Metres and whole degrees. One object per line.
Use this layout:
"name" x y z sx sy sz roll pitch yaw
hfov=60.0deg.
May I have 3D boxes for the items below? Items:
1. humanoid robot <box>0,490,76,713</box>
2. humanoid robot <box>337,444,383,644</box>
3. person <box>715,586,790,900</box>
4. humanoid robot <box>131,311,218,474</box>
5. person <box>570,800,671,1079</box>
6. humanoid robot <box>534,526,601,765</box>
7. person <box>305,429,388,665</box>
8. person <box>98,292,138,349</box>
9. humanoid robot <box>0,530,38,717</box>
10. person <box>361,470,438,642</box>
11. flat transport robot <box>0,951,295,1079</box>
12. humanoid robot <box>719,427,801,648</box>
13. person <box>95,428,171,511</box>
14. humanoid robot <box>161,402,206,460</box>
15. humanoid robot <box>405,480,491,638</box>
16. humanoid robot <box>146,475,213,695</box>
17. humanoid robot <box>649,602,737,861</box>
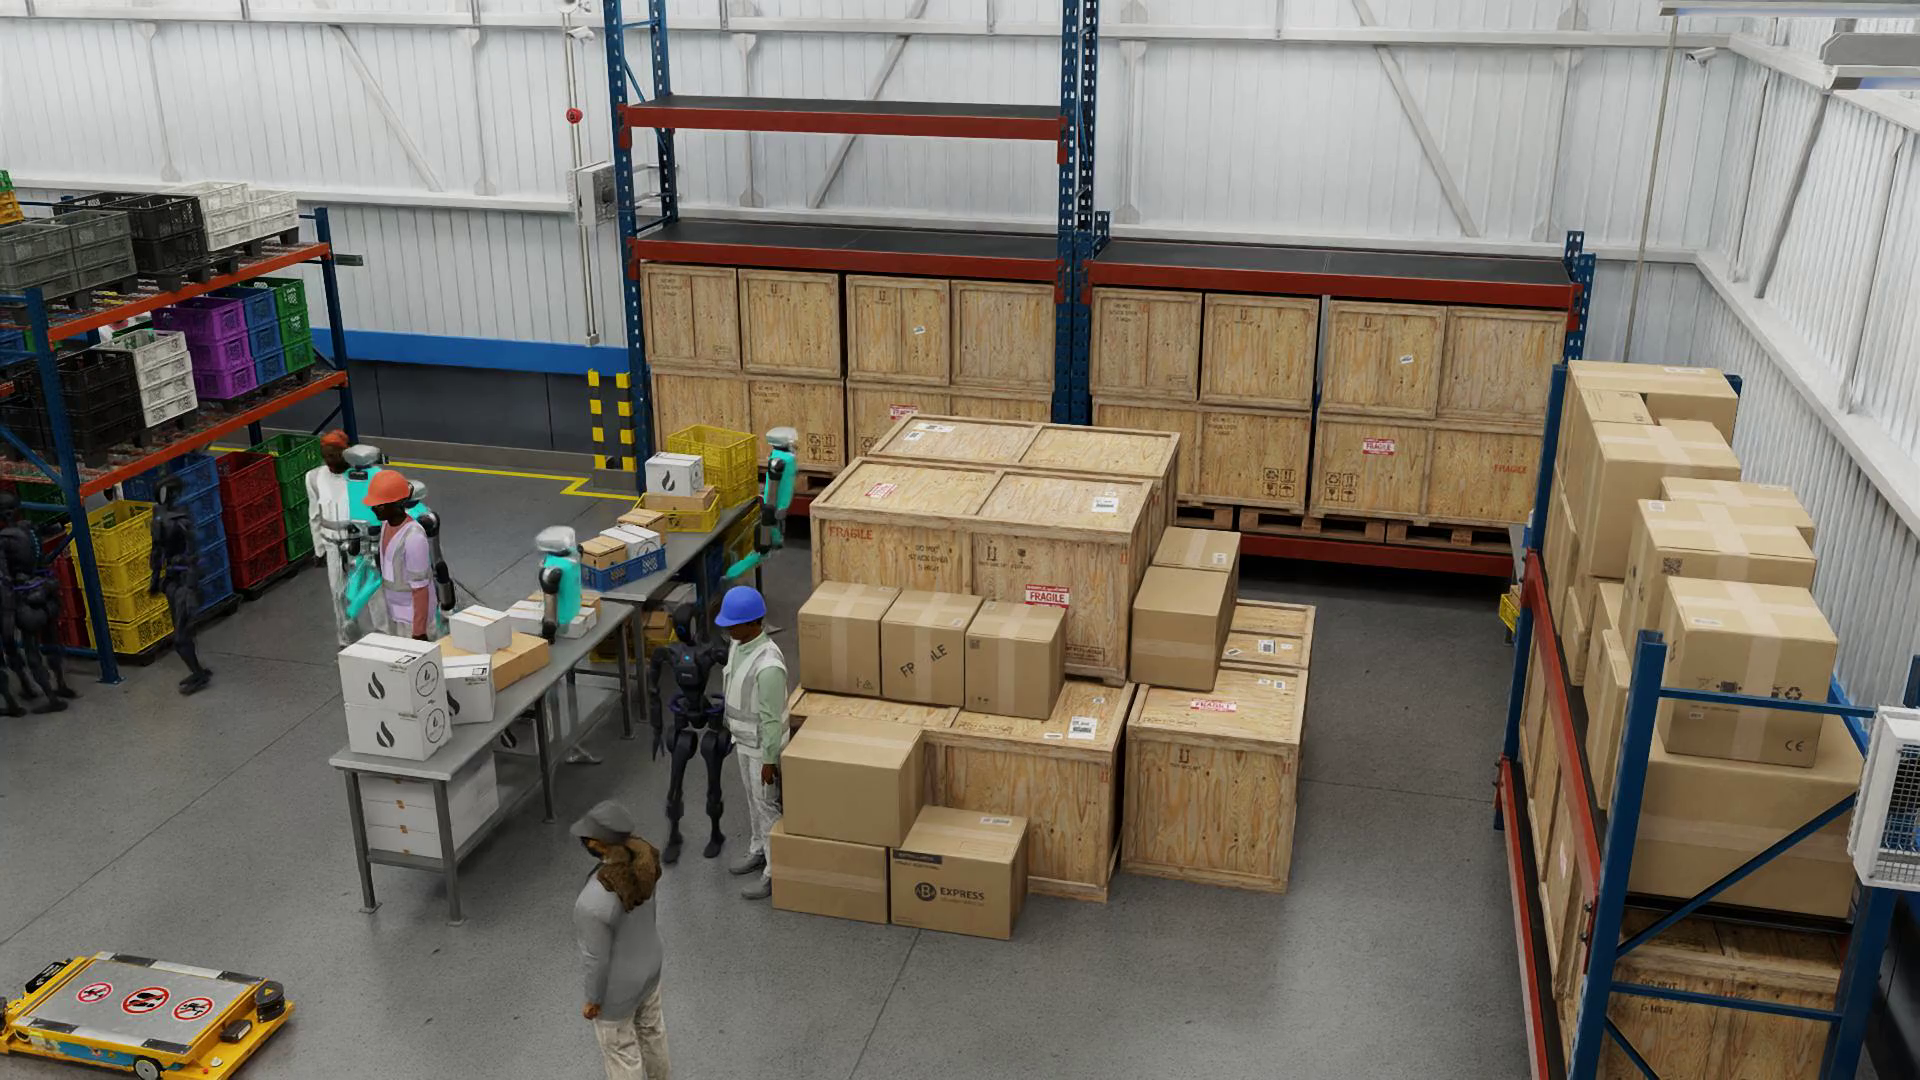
"humanoid robot" -6.670 0.437 11.927 0.318 1.656 0.615 0 21 -1
"humanoid robot" -4.497 0.253 12.384 0.531 1.817 0.796 6 22 15
"person" -1.191 1.157 9.686 0.411 1.939 0.602 -9 23 -23
"humanoid robot" -7.776 -1.464 16.677 0.740 1.687 0.530 2 21 5
"person" -1.552 2.001 7.708 0.398 1.769 0.572 7 22 18
"humanoid robot" -2.940 0.732 11.107 0.951 1.769 0.547 3 21 7
"person" -4.625 0.059 12.639 0.571 1.875 0.340 1 21 2
"person" -8.715 -1.724 17.362 0.404 1.834 0.586 18 27 38
"humanoid robot" -6.941 0.471 11.838 0.328 1.654 0.589 9 23 23
"person" -3.762 0.485 11.311 0.405 2.036 0.604 -14 25 -32
"flat transport robot" -4.270 2.464 8.601 1.431 0.231 0.659 5 22 13
"humanoid robot" -1.674 -0.032 13.066 0.870 1.765 0.601 4 21 9
"person" -7.046 -0.535 14.242 0.429 1.842 0.632 14 25 33
"humanoid robot" -7.675 -1.201 16.214 0.604 1.636 0.360 -5 22 -13
"humanoid robot" -3.703 0.359 12.164 0.530 1.821 0.826 14 25 32
"humanoid robot" -5.771 0.312 12.243 0.602 1.646 0.379 16 26 36
"humanoid robot" -1.578 1.155 10.047 0.615 1.654 0.343 2 21 5
